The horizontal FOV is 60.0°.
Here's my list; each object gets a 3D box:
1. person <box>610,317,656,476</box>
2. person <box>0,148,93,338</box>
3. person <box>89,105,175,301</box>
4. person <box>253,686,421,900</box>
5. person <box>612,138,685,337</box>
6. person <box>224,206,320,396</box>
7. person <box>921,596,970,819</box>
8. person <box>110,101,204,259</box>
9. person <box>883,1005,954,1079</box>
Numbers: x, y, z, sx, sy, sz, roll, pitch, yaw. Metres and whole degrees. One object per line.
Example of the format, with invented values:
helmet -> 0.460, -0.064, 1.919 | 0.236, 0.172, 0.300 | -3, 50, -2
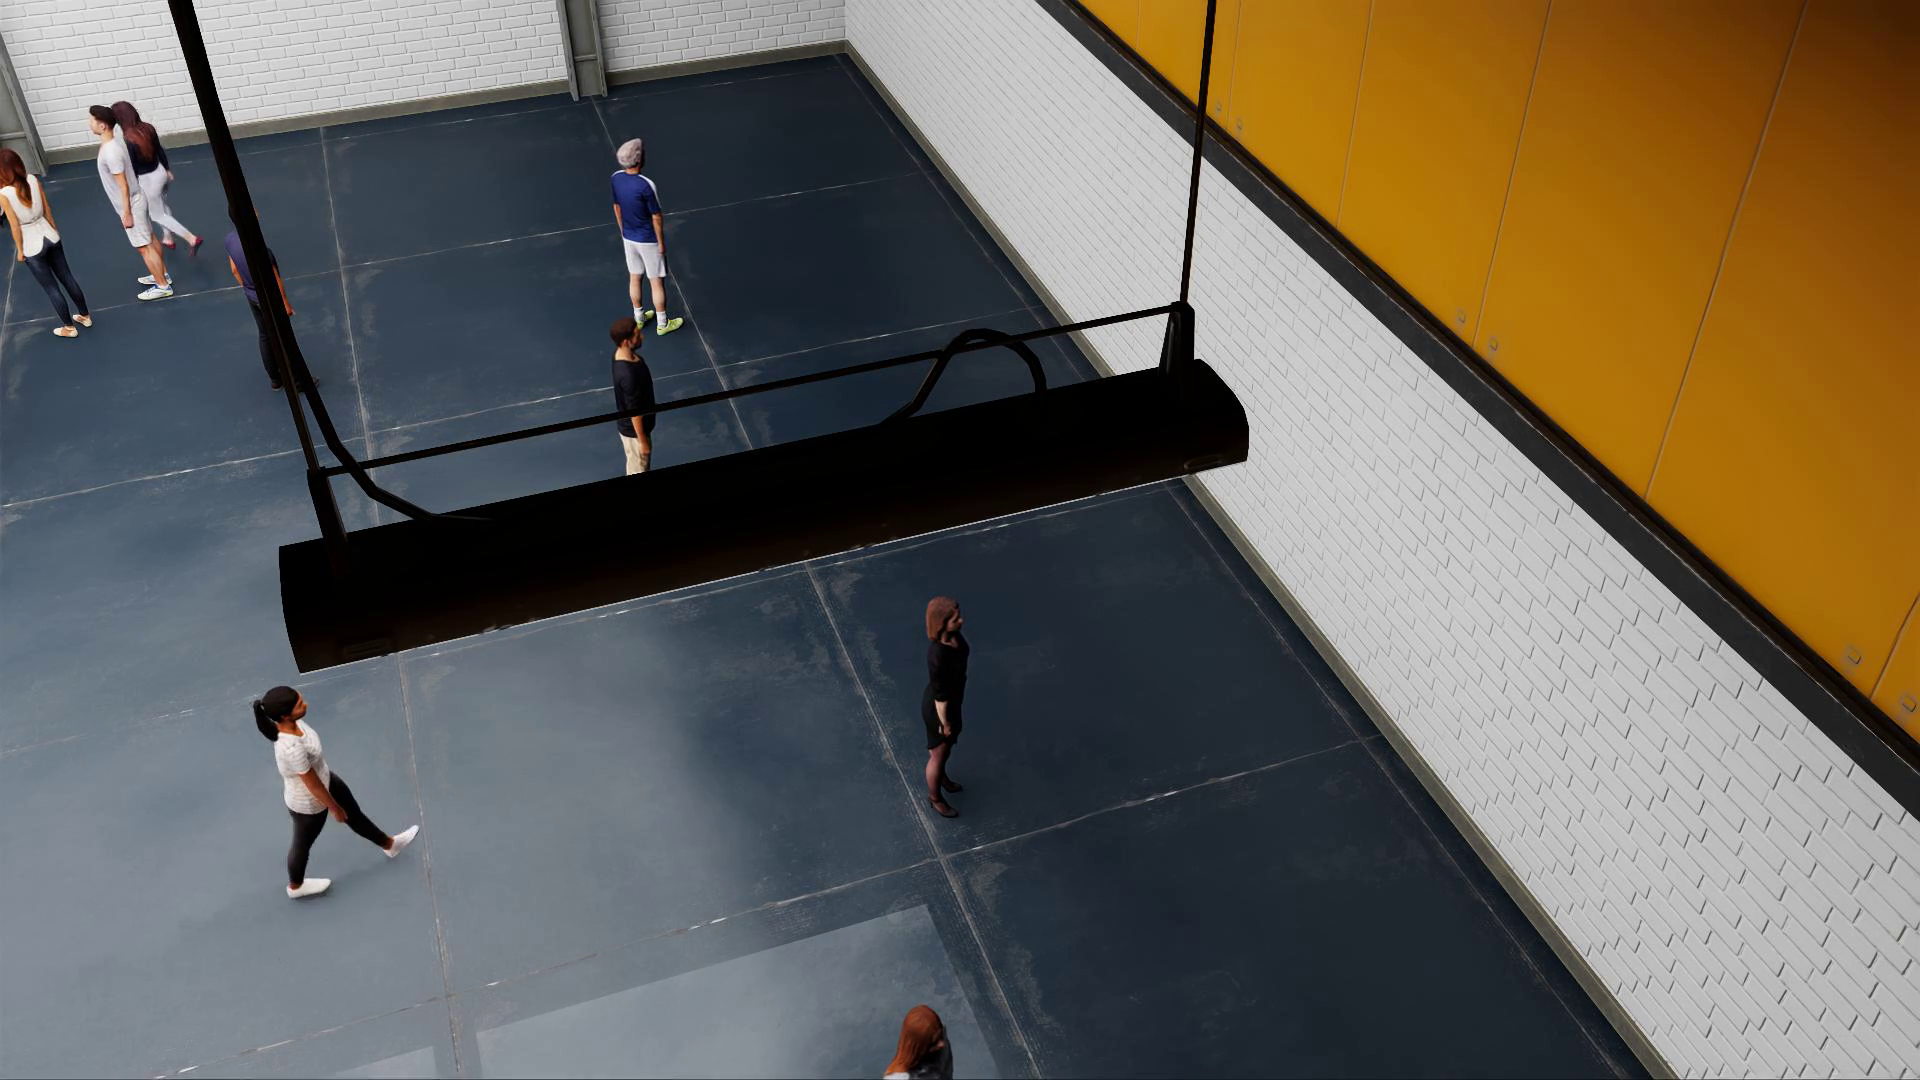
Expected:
person -> -2.439, -0.850, 12.434 | 0.547, 1.854, 0.634 | -10, 40, -13
person -> -8.128, -2.620, 14.706 | 0.732, 1.784, 0.678 | 15, 41, 18
person -> -7.614, -3.104, 15.256 | 0.532, 1.855, 0.675 | -13, 40, -16
person -> -3.867, 1.513, 9.677 | 1.056, 1.602, 0.635 | -16, 41, -19
person -> -2.819, -2.686, 14.746 | 0.713, 1.838, 0.758 | 19, 42, 22
person -> -5.847, -2.039, 13.972 | 0.707, 1.792, 0.753 | 18, 42, 21
person -> -0.107, 1.011, 10.222 | 0.651, 1.707, 0.656 | 5, 39, 6
person -> -7.664, -3.394, 15.830 | 1.019, 1.591, 0.869 | 10, 40, 12
person -> -0.200, 2.780, 8.013 | 0.737, 1.700, 0.674 | 17, 41, 20
